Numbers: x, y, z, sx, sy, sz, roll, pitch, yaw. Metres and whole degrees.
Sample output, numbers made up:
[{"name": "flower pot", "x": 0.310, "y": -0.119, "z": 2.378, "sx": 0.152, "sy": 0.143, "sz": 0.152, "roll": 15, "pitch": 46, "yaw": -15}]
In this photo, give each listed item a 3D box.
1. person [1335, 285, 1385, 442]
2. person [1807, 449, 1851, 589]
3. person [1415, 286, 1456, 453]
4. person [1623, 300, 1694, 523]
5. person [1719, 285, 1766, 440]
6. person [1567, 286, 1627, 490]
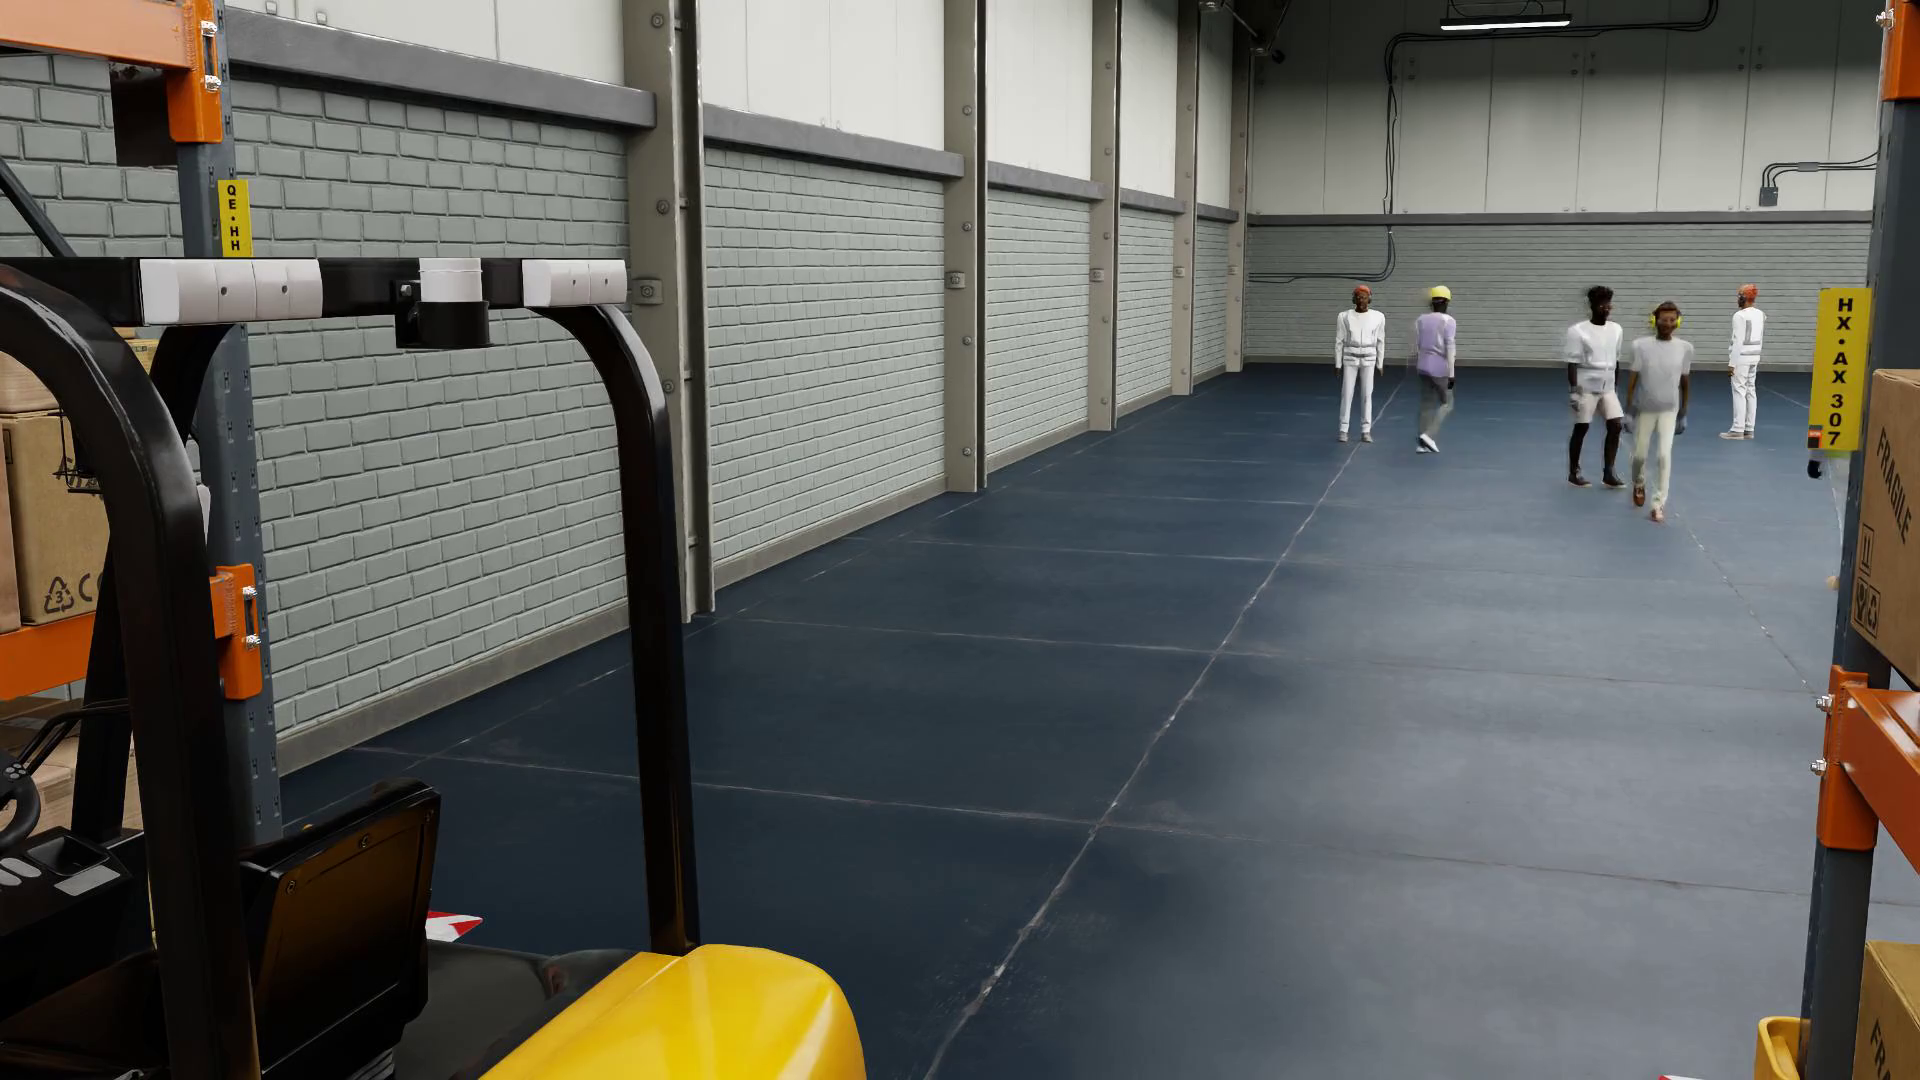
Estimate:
[{"name": "person", "x": 4.795, "y": -2.113, "z": 19.986, "sx": 0.584, "sy": 1.882, "sz": 0.337, "roll": 2, "pitch": 10, "yaw": 9}, {"name": "person", "x": 5.894, "y": -0.571, "z": 10.975, "sx": 0.659, "sy": 1.825, "sz": 0.537, "roll": -2, "pitch": 10, "yaw": -13}, {"name": "person", "x": 5.371, "y": -1.914, "z": 18.782, "sx": 0.438, "sy": 1.892, "sz": 0.619, "roll": -6, "pitch": 11, "yaw": -32}, {"name": "person", "x": 5.897, "y": -1.105, "z": 14.095, "sx": 0.521, "sy": 1.853, "sz": 0.776, "roll": 3, "pitch": 10, "yaw": 17}, {"name": "person", "x": 9.559, "y": -2.164, "z": 20.289, "sx": 0.586, "sy": 1.882, "sz": 0.341, "roll": -7, "pitch": 12, "yaw": -35}, {"name": "person", "x": 6.074, "y": -1.426, "z": 15.741, "sx": 0.639, "sy": 1.932, "sz": 0.786, "roll": -3, "pitch": 10, "yaw": -15}]
